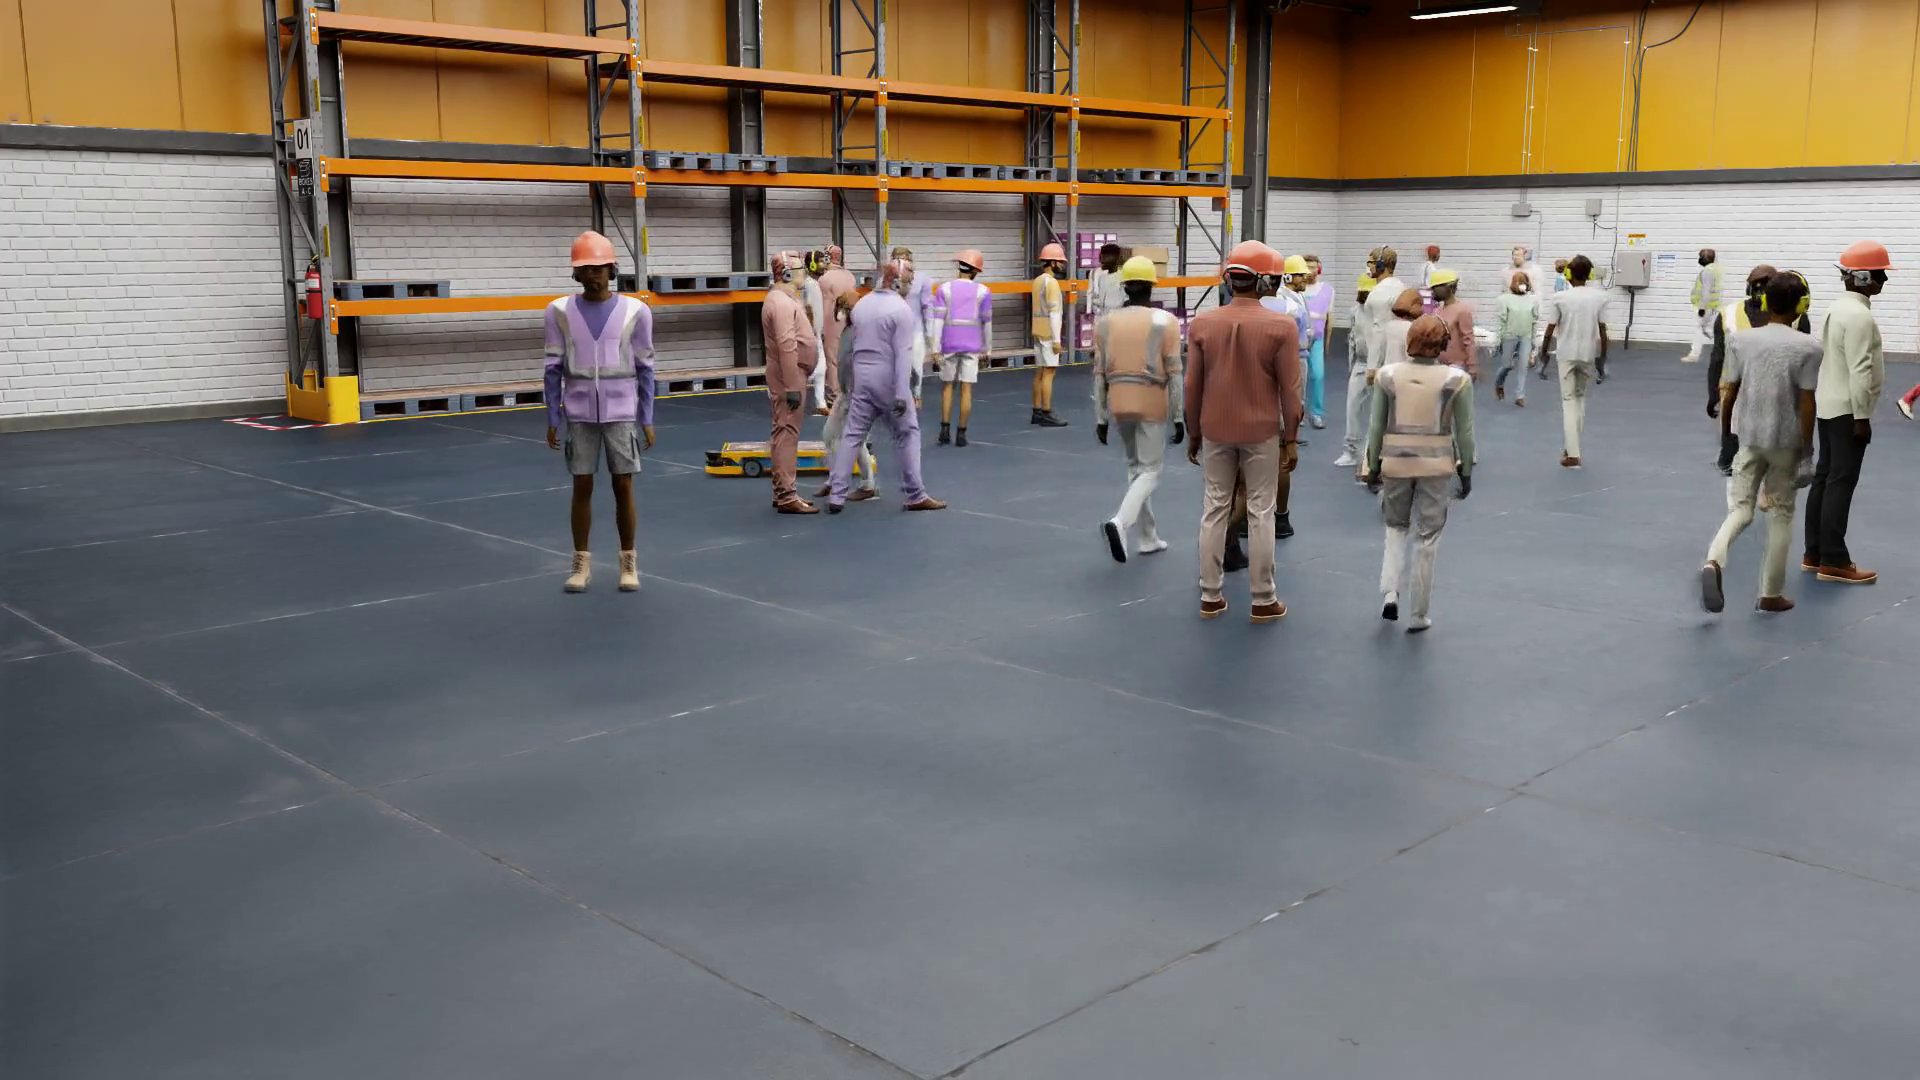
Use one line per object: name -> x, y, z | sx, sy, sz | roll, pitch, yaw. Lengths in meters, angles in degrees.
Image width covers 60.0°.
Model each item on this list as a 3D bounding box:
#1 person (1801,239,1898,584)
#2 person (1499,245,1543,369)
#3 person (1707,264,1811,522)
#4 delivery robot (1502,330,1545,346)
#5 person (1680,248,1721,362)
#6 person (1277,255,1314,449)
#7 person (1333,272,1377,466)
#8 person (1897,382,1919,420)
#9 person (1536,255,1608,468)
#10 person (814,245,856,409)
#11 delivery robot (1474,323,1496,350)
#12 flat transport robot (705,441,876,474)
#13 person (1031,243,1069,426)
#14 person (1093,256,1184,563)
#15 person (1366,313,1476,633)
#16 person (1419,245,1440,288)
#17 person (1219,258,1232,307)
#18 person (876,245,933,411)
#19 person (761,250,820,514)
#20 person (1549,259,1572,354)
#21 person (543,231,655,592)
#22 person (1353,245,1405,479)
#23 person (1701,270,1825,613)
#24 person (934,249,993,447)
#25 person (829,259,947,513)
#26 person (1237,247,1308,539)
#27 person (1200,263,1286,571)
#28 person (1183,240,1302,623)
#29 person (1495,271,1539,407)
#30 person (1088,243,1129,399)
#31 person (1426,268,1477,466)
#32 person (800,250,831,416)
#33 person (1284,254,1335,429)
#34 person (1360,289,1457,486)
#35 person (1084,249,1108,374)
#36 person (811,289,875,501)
person -> 5.219, -0.753, 9.776 | 0.375, 1.995, 0.611 | 2, 11, 11
person -> 8.449, -3.498, 25.063 | 0.644, 1.881, 0.764 | 8, 13, 36
person -> 5.595, -1.023, 11.701 | 0.633, 1.826, 0.538 | 6, 12, 30
delivery robot -> 9.492, -3.409, 27.933 | 0.707, 0.478, 0.477 | 0, 10, -1
person -> 11.955, -3.741, 26.552 | 0.632, 1.827, 0.631 | 7, 13, 34
person -> 3.157, -1.778, 15.842 | 0.404, 1.834, 0.598 | 6, 12, 31
person -> 3.589, -1.487, 14.537 | 0.511, 1.696, 0.758 | 8, 13, 38
person -> 10.455, -2.102, 17.838 | 0.509, 1.728, 0.564 | 9, 14, 41
person -> 5.370, -1.576, 14.668 | 0.546, 1.842, 0.760 | 0, 10, 1
person -> -1.484, -2.471, 19.383 | 0.410, 1.909, 0.642 | 6, 12, 28
delivery robot -> 8.642, -3.393, 27.844 | 0.707, 0.478, 0.477 | 6, 12, 31
flat transport robot -> -1.448, -0.711, 14.252 | 1.431, 0.197, 0.652 | -1, 10, -5
person -> 0.965, -2.177, 17.703 | 0.378, 1.932, 0.551 | -3, 11, -16
person -> 1.076, -0.805, 10.327 | 0.615, 1.895, 0.789 | 7, 12, 33
person -> 2.356, -0.338, 8.517 | 0.539, 1.624, 0.383 | 6, 12, 28
person -> 8.165, -4.250, 29.236 | 0.828, 1.858, 0.588 | 0, 10, 1
person -> 4.415, -3.734, 26.864 | 0.556, 1.677, 0.356 | 8, 13, 36
person -> -0.611, -2.288, 18.359 | 0.638, 1.918, 0.675 | 0, 10, 1
person -> -1.235, -1.151, 12.176 | 0.411, 1.913, 0.643 | -2, 11, -11
person -> 10.284, -3.969, 28.315 | 0.413, 1.622, 0.581 | 8, 13, 38
person -> -2.037, -0.710, 9.410 | 0.614, 2.040, 0.390 | -1, 10, -6
person -> 3.515, -1.474, 13.859 | 0.379, 1.940, 0.629 | 6, 12, 28
person -> 4.233, -0.493, 8.777 | 0.721, 1.851, 0.521 | -8, 13, -38
person -> 0.037, -1.857, 16.069 | 0.559, 1.890, 0.580 | 1, 10, 3
person -> -0.588, -1.108, 12.141 | 0.666, 1.858, 0.813 | 10, 14, 43
person -> 2.040, -0.972, 11.115 | 0.545, 1.942, 0.350 | 2, 11, 12
person -> 1.652, -0.728, 9.845 | 0.573, 1.920, 0.579 | 7, 13, 35
person -> 1.486, -0.561, 8.727 | 0.624, 1.992, 0.390 | 5, 12, 27
person -> 6.642, -2.417, 19.898 | 0.504, 1.608, 0.664 | 0, 10, 1
person -> 1.966, -2.720, 20.661 | 0.762, 1.935, 0.611 | -8, 13, -39
person -> 4.190, -1.487, 14.493 | 0.745, 1.722, 0.548 | -3, 11, -16
person -> -1.671, -2.294, 18.552 | 0.609, 1.858, 0.530 | 0, 10, 1
person -> 3.627, -2.060, 17.391 | 0.575, 1.817, 0.797 | 1, 10, 5
person -> 3.634, -1.225, 13.449 | 0.842, 1.586, 0.503 | -4, 11, -19
person -> 2.191, -3.381, 24.508 | 0.567, 1.851, 0.923 | 8, 13, 38
person -> -0.912, -1.087, 12.629 | 0.580, 1.613, 0.546 | -4, 11, -19
